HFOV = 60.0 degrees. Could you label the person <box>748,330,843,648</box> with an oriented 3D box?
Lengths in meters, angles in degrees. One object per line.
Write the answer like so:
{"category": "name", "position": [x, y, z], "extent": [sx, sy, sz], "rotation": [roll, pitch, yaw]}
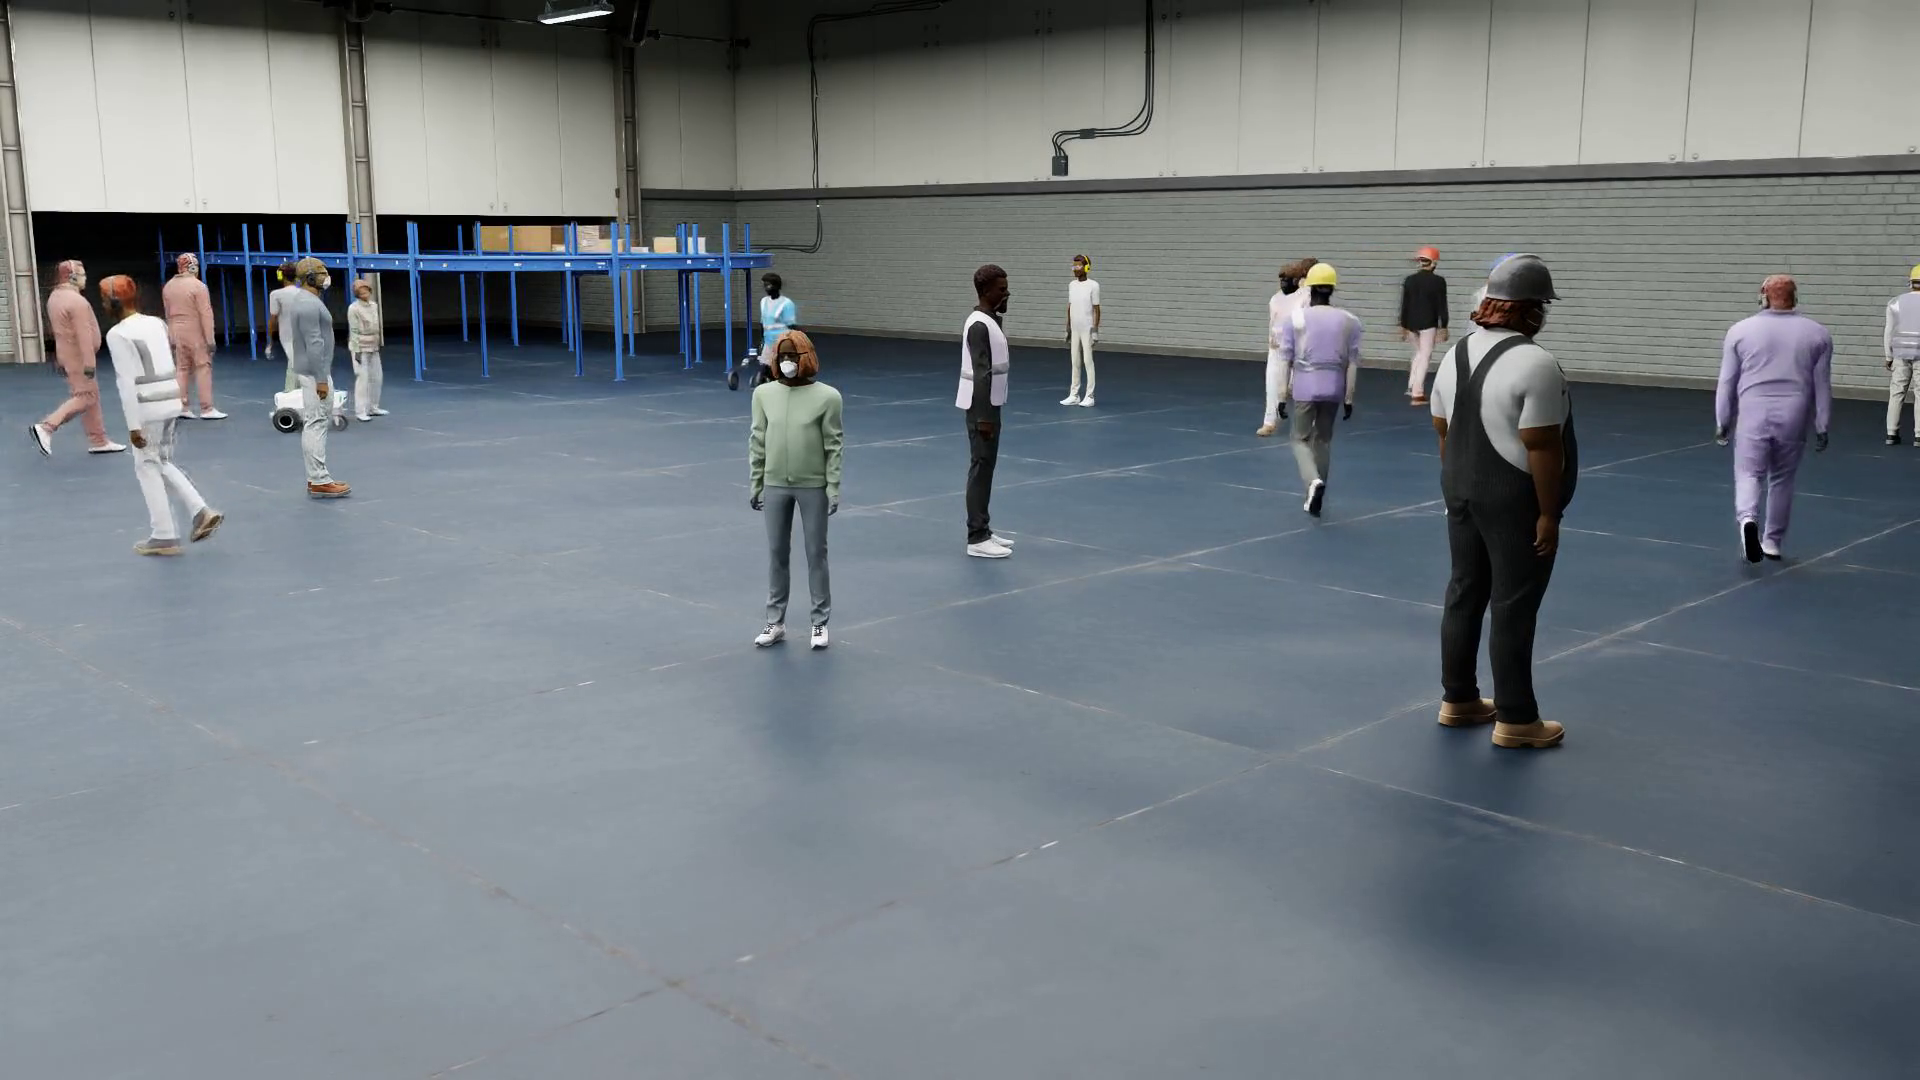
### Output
{"category": "person", "position": [-0.848, -0.262, 8.569], "extent": [0.498, 1.633, 0.285], "rotation": [2, 11, 11]}

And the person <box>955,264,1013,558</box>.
{"category": "person", "position": [0.169, -0.863, 11.066], "extent": [0.387, 1.919, 0.594], "rotation": [1, 10, 5]}

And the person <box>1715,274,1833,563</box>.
{"category": "person", "position": [5.246, -0.774, 10.729], "extent": [0.682, 1.874, 0.783], "rotation": [3, 11, 16]}

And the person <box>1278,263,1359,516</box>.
{"category": "person", "position": [2.683, -1.107, 12.430], "extent": [0.598, 1.908, 0.632], "rotation": [-1, 10, -3]}

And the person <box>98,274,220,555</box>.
{"category": "person", "position": [-5.354, -0.827, 11.038], "extent": [0.531, 1.858, 0.594], "rotation": [1, 10, 6]}

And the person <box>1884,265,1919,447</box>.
{"category": "person", "position": [9.651, -1.869, 16.789], "extent": [0.403, 1.833, 0.591], "rotation": [-9, 14, -40]}

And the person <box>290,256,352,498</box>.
{"category": "person", "position": [-5.234, -1.329, 13.555], "extent": [0.372, 1.940, 0.631], "rotation": [-5, 11, -24]}

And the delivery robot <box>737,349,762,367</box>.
{"category": "delivery robot", "position": [-2.868, -2.529, 23.026], "extent": [0.335, 0.223, 0.698], "rotation": [3, 11, 15]}

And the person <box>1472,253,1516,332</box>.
{"category": "person", "position": [5.618, -2.036, 17.440], "extent": [0.604, 1.924, 0.642], "rotation": [-6, 12, -30]}

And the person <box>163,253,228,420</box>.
{"category": "person", "position": [-8.862, -2.334, 19.190], "extent": [0.683, 1.910, 0.475], "rotation": [4, 11, 22]}

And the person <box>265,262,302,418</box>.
{"category": "person", "position": [-7.548, -2.222, 18.808], "extent": [0.968, 1.815, 0.552], "rotation": [6, 12, 30]}

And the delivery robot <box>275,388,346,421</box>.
{"category": "delivery robot", "position": [-7.098, -1.514, 18.199], "extent": [0.707, 0.478, 0.477], "rotation": [-2, 11, -12]}

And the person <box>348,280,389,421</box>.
{"category": "person", "position": [-6.794, -2.168, 19.018], "extent": [0.400, 1.610, 0.583], "rotation": [3, 11, 15]}

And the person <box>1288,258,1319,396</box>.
{"category": "person", "position": [4.429, -2.661, 21.126], "extent": [0.449, 1.828, 0.629], "rotation": [-5, 12, -27]}

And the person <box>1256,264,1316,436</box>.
{"category": "person", "position": [3.575, -2.032, 17.763], "extent": [0.863, 1.813, 0.620], "rotation": [-9, 14, -40]}

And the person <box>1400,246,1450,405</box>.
{"category": "person", "position": [5.863, -2.689, 20.878], "extent": [0.531, 1.976, 0.619], "rotation": [-6, 12, -30]}

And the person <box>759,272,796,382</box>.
{"category": "person", "position": [-2.133, -2.312, 19.601], "extent": [0.601, 1.676, 0.383], "rotation": [9, 14, 40]}

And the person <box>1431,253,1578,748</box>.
{"category": "person", "position": [2.323, -0.159, 7.011], "extent": [0.537, 2.000, 0.682], "rotation": [-4, 11, -22]}

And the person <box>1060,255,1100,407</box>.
{"category": "person", "position": [1.512, -2.599, 20.670], "extent": [0.333, 1.871, 0.520], "rotation": [-10, 14, -43]}

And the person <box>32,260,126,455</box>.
{"category": "person", "position": [-8.529, -1.746, 15.981], "extent": [0.797, 1.881, 0.655], "rotation": [-10, 14, -44]}
